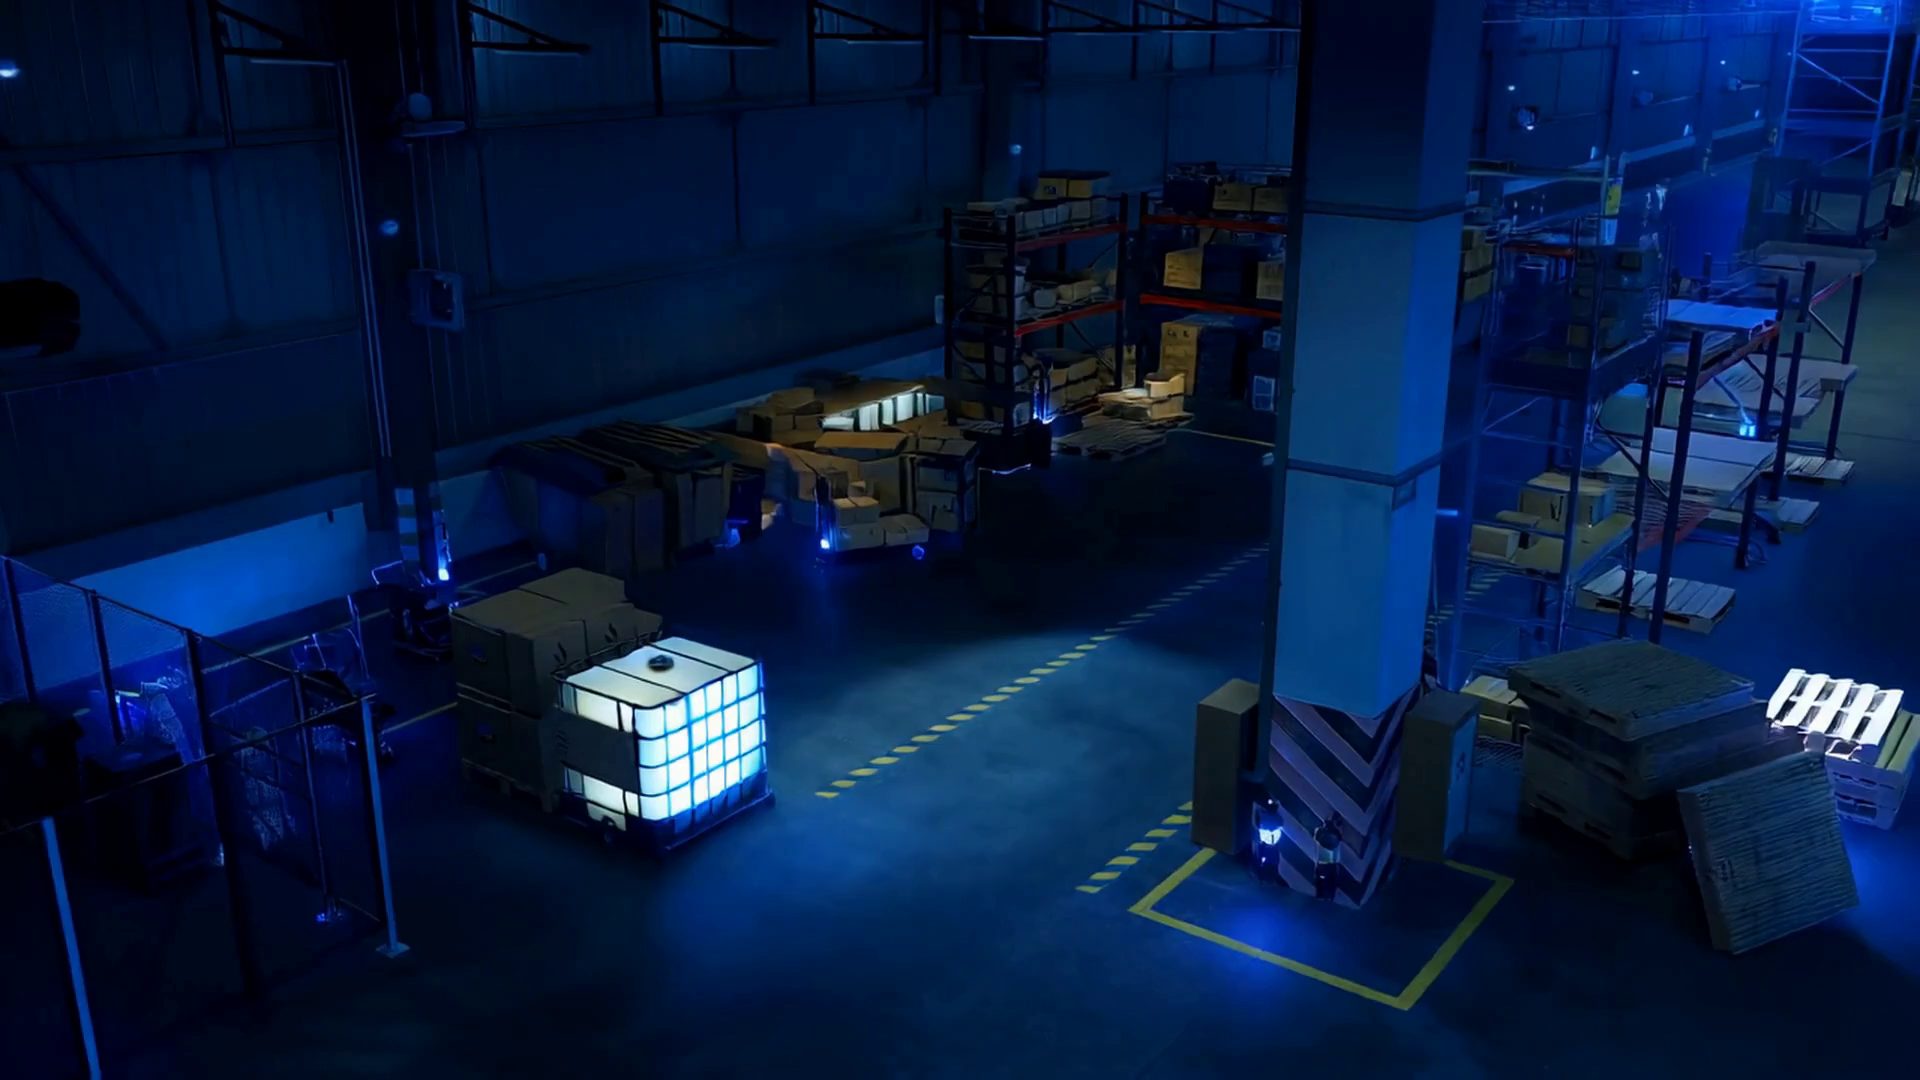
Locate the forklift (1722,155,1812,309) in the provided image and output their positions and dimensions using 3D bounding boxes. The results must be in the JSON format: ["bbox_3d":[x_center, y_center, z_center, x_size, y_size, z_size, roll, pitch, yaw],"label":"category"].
[{"bbox_3d":[15.455,-5.888,31.639,1.129,2.768,1.873,13,22,34],"label":"forklift"}]

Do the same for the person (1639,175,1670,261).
[{"bbox_3d":[15.620,-7.191,37.188,0.535,1.887,0.904,-15,23,-38],"label":"person"}]
